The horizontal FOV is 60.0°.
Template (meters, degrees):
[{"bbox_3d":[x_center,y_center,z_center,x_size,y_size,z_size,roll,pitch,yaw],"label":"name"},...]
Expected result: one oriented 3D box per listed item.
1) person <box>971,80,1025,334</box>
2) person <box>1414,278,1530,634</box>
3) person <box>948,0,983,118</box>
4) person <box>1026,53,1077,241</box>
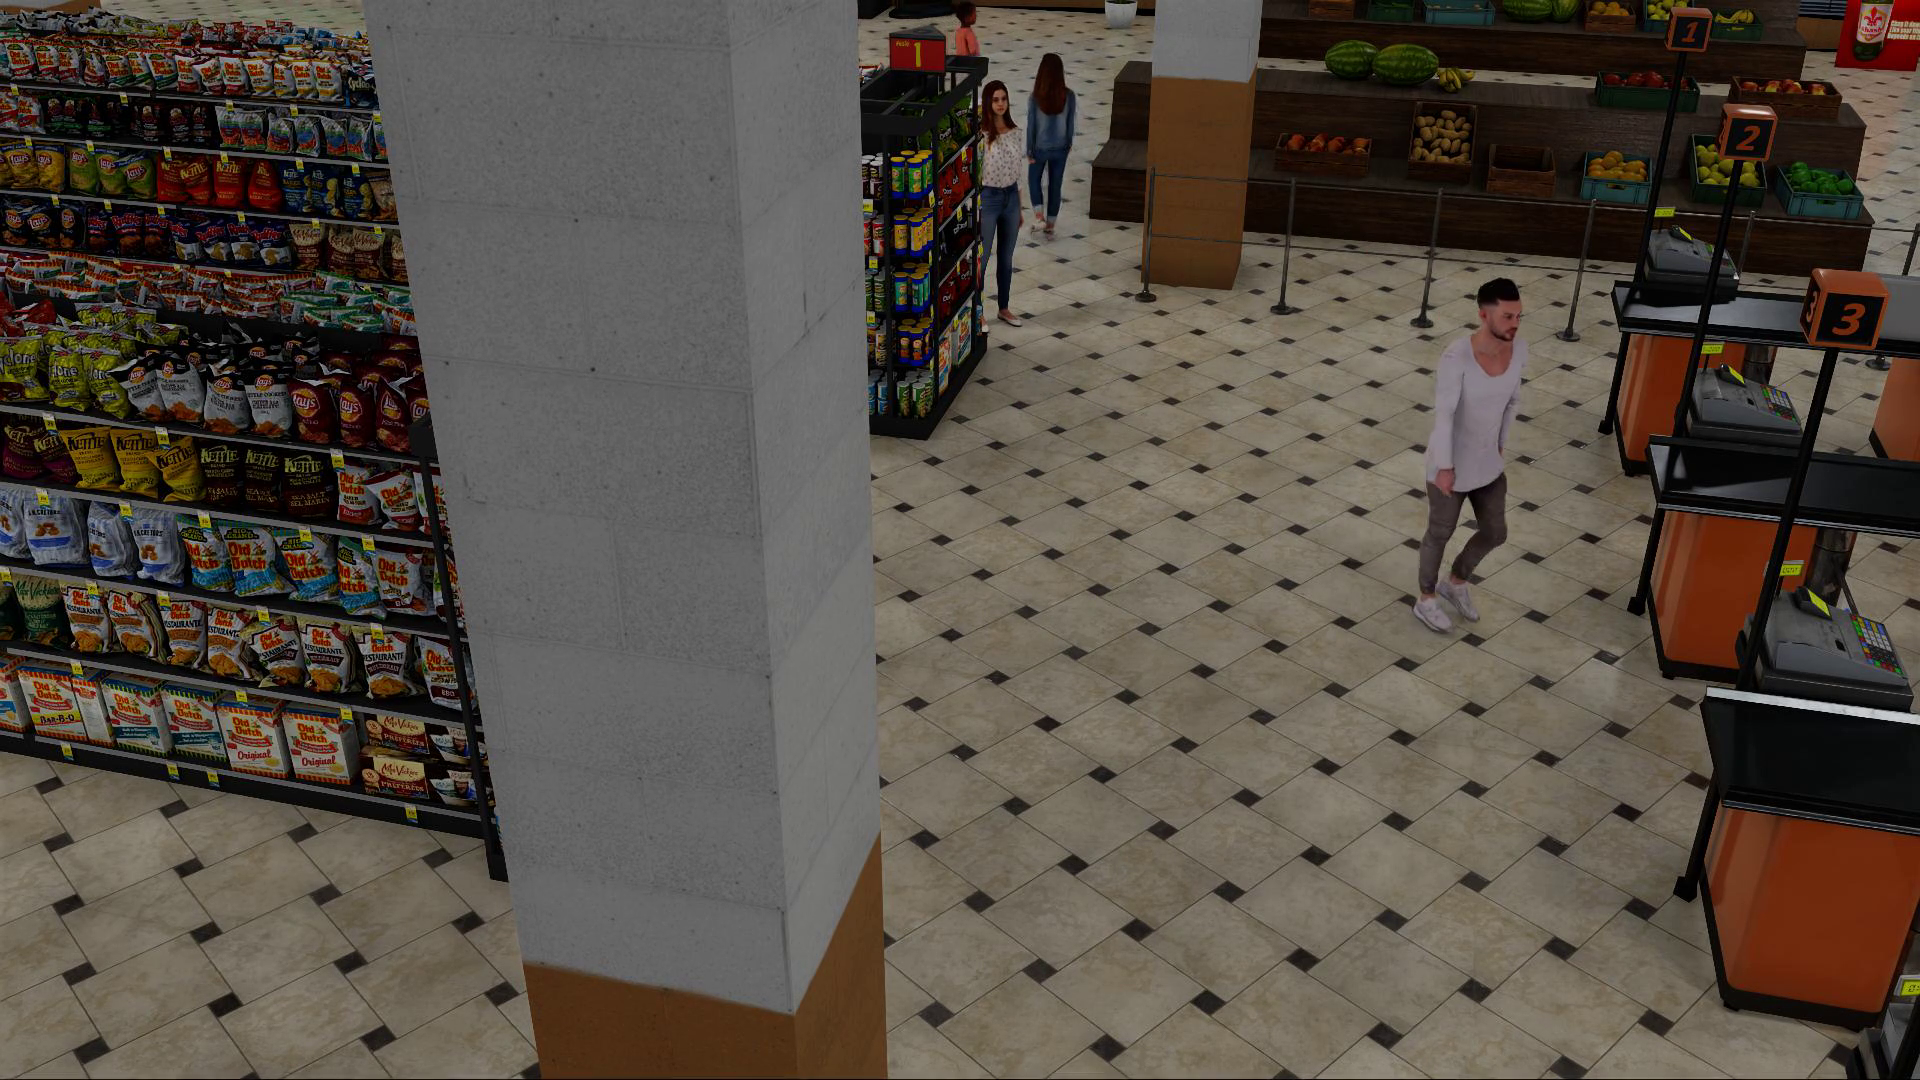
[{"bbox_3d":[0.244,-2.322,11.561,0.640,1.729,0.708,-14,32,-24],"label":"person"},{"bbox_3d":[2.377,-0.425,7.987,0.742,1.825,0.835,-10,30,-17],"label":"person"},{"bbox_3d":[0.021,-4.471,15.950,0.908,1.296,0.731,-7,29,-13],"label":"person"},{"bbox_3d":[0.732,-3.100,13.259,0.576,1.468,0.685,-3,29,-6],"label":"person"}]
